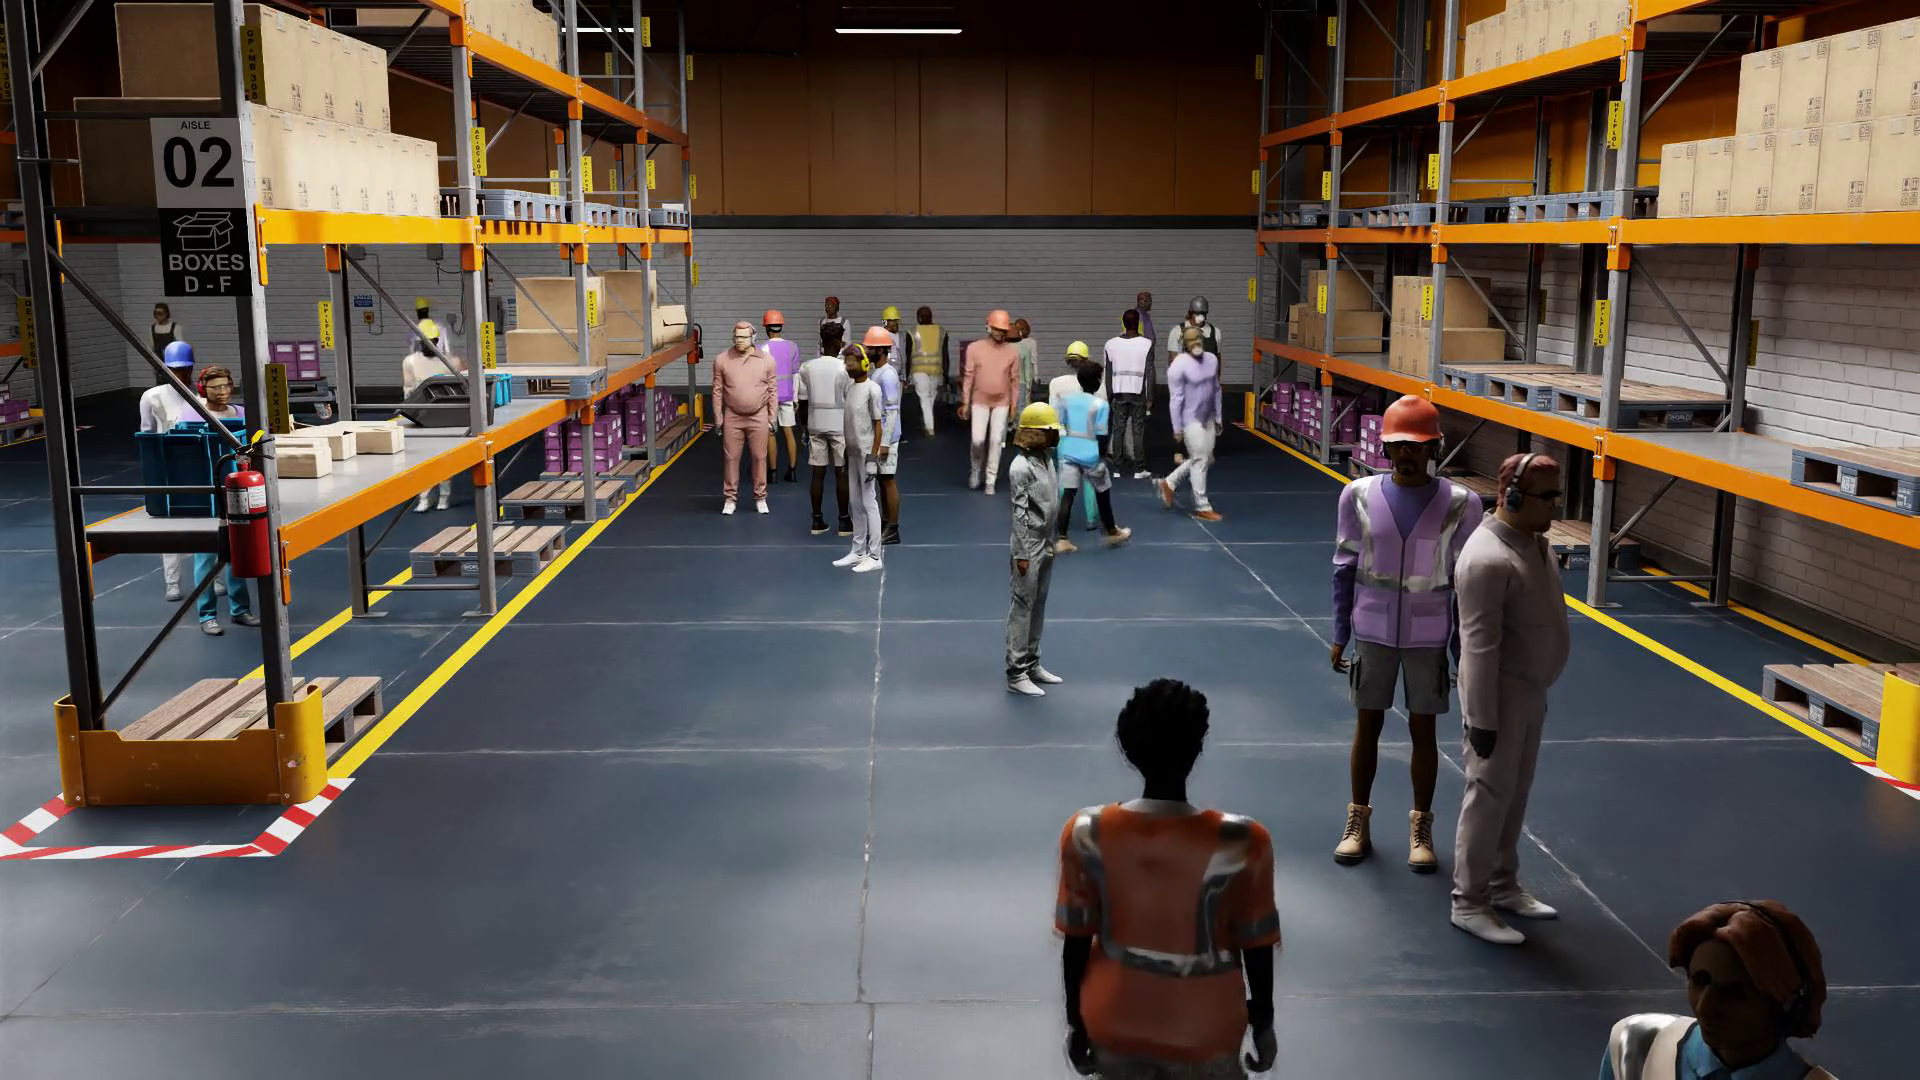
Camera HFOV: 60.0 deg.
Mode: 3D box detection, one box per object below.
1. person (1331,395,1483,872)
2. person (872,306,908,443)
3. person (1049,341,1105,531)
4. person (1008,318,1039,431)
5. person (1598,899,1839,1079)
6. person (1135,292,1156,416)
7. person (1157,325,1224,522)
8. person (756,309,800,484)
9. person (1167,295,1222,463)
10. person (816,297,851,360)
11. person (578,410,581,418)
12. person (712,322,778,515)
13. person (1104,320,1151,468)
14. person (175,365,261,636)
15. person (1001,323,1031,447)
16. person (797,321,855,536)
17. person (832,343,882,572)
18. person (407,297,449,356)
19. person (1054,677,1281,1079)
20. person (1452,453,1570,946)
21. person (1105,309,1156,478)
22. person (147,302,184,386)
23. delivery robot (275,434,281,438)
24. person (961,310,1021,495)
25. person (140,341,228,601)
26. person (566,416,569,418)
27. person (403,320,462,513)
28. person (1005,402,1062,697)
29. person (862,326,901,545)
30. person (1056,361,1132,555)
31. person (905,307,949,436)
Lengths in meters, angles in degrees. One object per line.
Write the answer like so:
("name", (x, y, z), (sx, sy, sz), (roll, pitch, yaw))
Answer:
("person", (1.889, 0.400, 7.110), (0.608, 2.044, 0.373), (4, 11, 19))
("person", (-0.910, -2.174, 22.039), (0.403, 1.833, 0.590), (9, 14, 42))
("person", (1.085, -0.961, 15.473), (0.530, 1.765, 0.326), (1, 10, 6))
("person", (0.868, -2.302, 23.340), (0.651, 1.617, 0.448), (8, 13, 37))
("person", (1.258, 1.379, 2.784), (0.308, 1.640, 0.511), (-8, 13, -38))
("person", (2.832, -2.882, 25.776), (0.402, 1.906, 0.652), (1, 10, 7))
("person", (2.200, -1.129, 16.050), (0.750, 1.898, 0.670), (10, 14, 44))
("person", (-2.053, -1.589, 18.495), (0.552, 1.932, 0.377), (-6, 12, -32))
("person", (2.877, -1.944, 20.179), (0.679, 2.000, 0.537), (-2, 10, -10))
("person", (-1.859, -2.611, 24.334), (0.573, 1.883, 0.355), (6, 12, 29))
("person", (-5.334, -2.373, 22.693), (0.623, 1.992, 0.396), (-5, 11, -27))
("person", (-2.106, -1.191, 16.364), (0.644, 1.905, 0.400), (-1, 10, -7))
("person", (1.999, -1.760, 19.887), (0.598, 1.784, 0.861), (-7, 12, -35))
("person", (-5.095, -0.284, 11.470), (0.389, 1.845, 0.564), (7, 12, 34))
("person", (0.681, -2.018, 21.754), (0.497, 1.626, 0.288), (0, 10, -3))
("person", (-1.177, -1.017, 15.220), (0.613, 1.963, 0.361), (4, 11, 21))
("person", (-0.824, -0.673, 13.590), (0.328, 1.865, 0.508), (-7, 12, -32))
("person", (-7.784, -2.629, 24.476), (1.010, 1.878, 0.594), (9, 14, 42))
("person", (0.464, 1.157, 3.918), (0.535, 1.672, 0.725), (5, 11, 24))
("person", (2.123, 0.604, 6.407), (0.401, 1.895, 0.653), (7, 12, 35))
("person", (1.932, -1.656, 18.908), (0.591, 1.922, 0.392), (4, 11, 22))
("person", (-11.403, -2.520, 23.999), (0.518, 1.825, 0.734), (-2, 10, -9))
("delivery robot", (-8.454, -1.288, 20.402), (0.707, 0.478, 0.477), (-6, 12, -29))
("person", (0.338, -1.454, 17.639), (0.635, 1.970, 0.463), (-1, 10, -7))
("person", (-5.802, -0.521, 12.507), (0.615, 1.945, 0.405), (-7, 12, -34))
("person", (-5.377, -2.424, 24.113), (0.532, 1.604, 0.853), (8, 13, 39))
("person", (-5.214, -1.205, 16.430), (0.610, 1.900, 0.786), (-1, 10, -4))
("person", (0.458, 0.046, 9.918), (0.306, 1.743, 0.494), (4, 11, 23))
("person", (-0.708, -0.922, 14.767), (0.364, 1.939, 0.542), (-2, 10, -12))
("person", (1.133, -0.713, 14.368), (0.548, 1.647, 0.860), (10, 14, 43))
("person", (-0.478, -2.347, 23.158), (0.629, 1.788, 0.977), (-4, 11, -20))
